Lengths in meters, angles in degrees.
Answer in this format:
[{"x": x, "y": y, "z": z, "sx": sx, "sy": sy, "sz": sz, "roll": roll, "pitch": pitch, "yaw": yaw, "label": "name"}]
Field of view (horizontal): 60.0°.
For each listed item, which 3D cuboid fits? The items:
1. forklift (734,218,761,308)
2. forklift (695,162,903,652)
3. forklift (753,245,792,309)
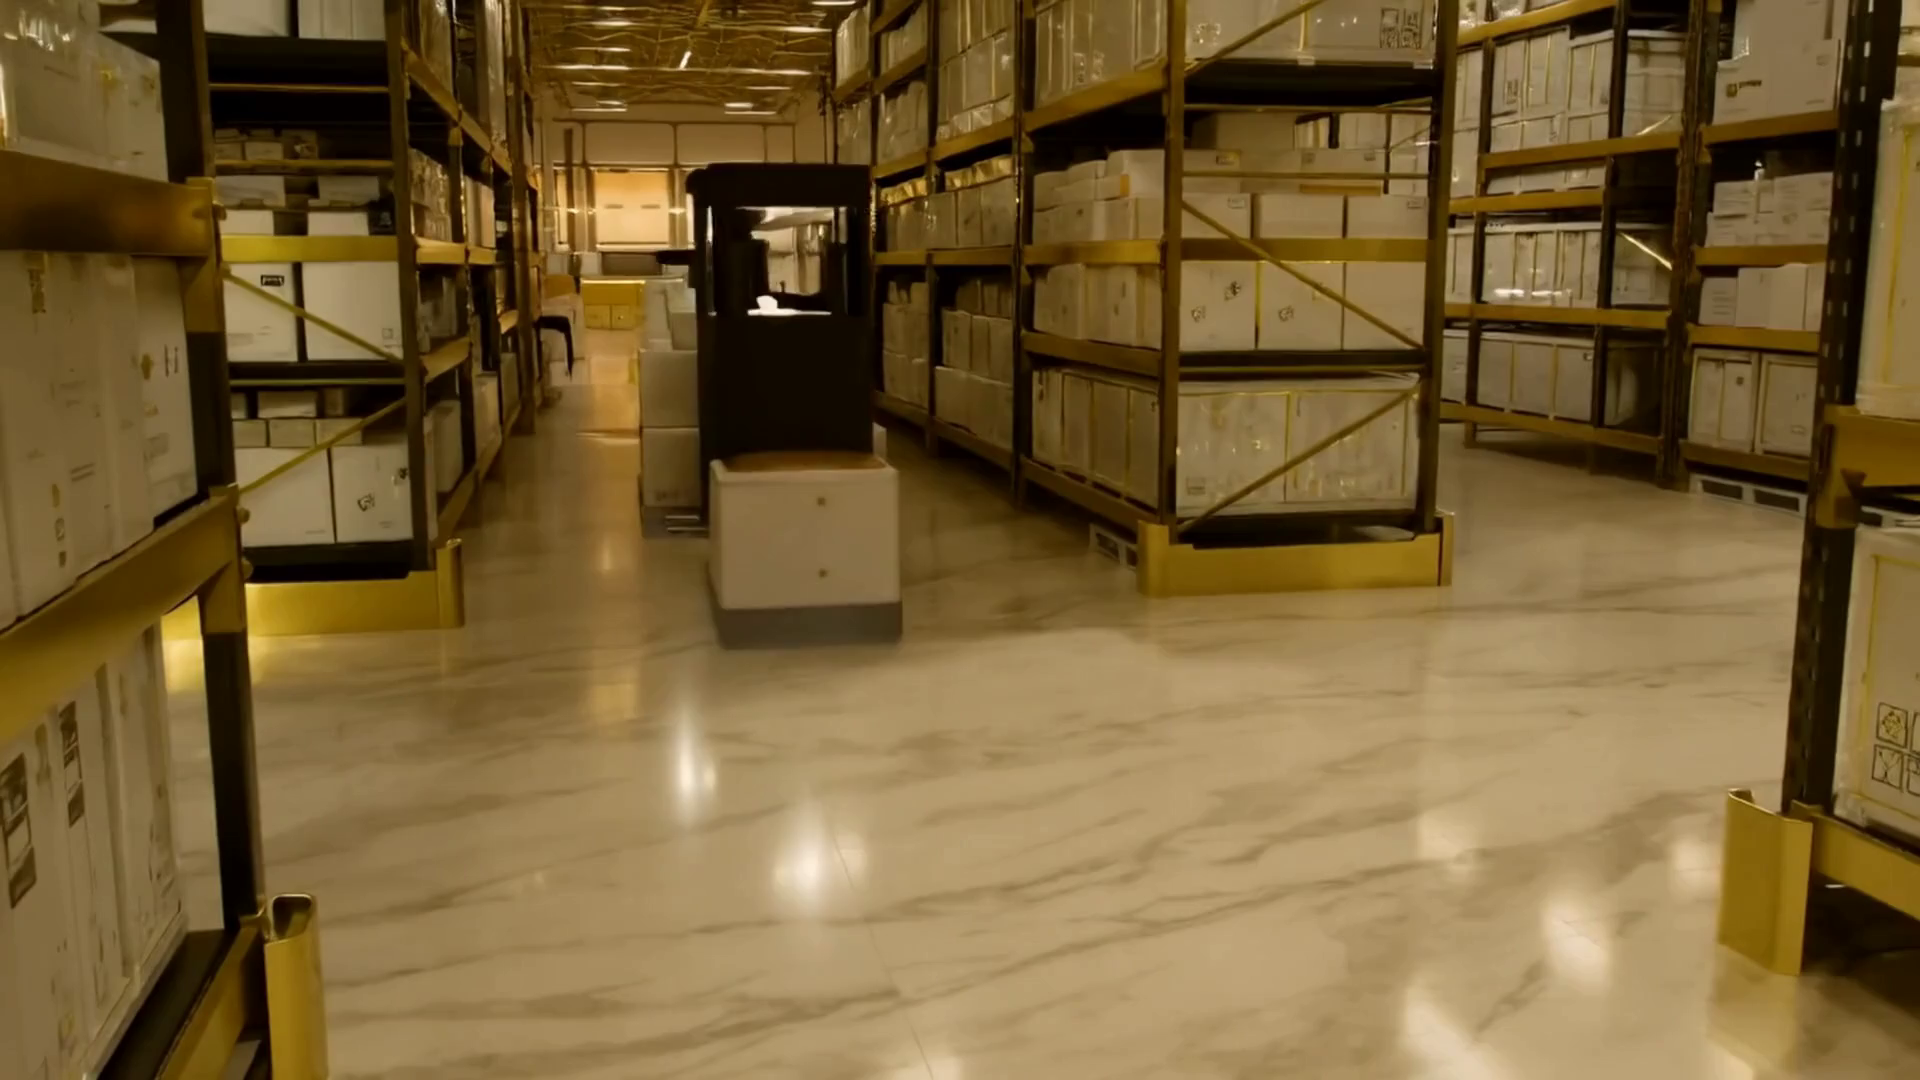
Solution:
[{"x": -2.808, "y": -2.715, "z": 21.373, "sx": 1.873, "sy": 2.768, "sz": 1.129, "roll": -2, "pitch": 10, "yaw": -12, "label": "forklift"}, {"x": -1.021, "y": -0.861, "z": 10.074, "sx": 1.129, "sy": 2.768, "sz": 1.873, "roll": -2, "pitch": 10, "yaw": -12, "label": "forklift"}, {"x": -5.578, "y": -6.690, "z": 45.602, "sx": 1.873, "sy": 2.768, "sz": 1.129, "roll": -7, "pitch": 12, "yaw": -36, "label": "forklift"}]
